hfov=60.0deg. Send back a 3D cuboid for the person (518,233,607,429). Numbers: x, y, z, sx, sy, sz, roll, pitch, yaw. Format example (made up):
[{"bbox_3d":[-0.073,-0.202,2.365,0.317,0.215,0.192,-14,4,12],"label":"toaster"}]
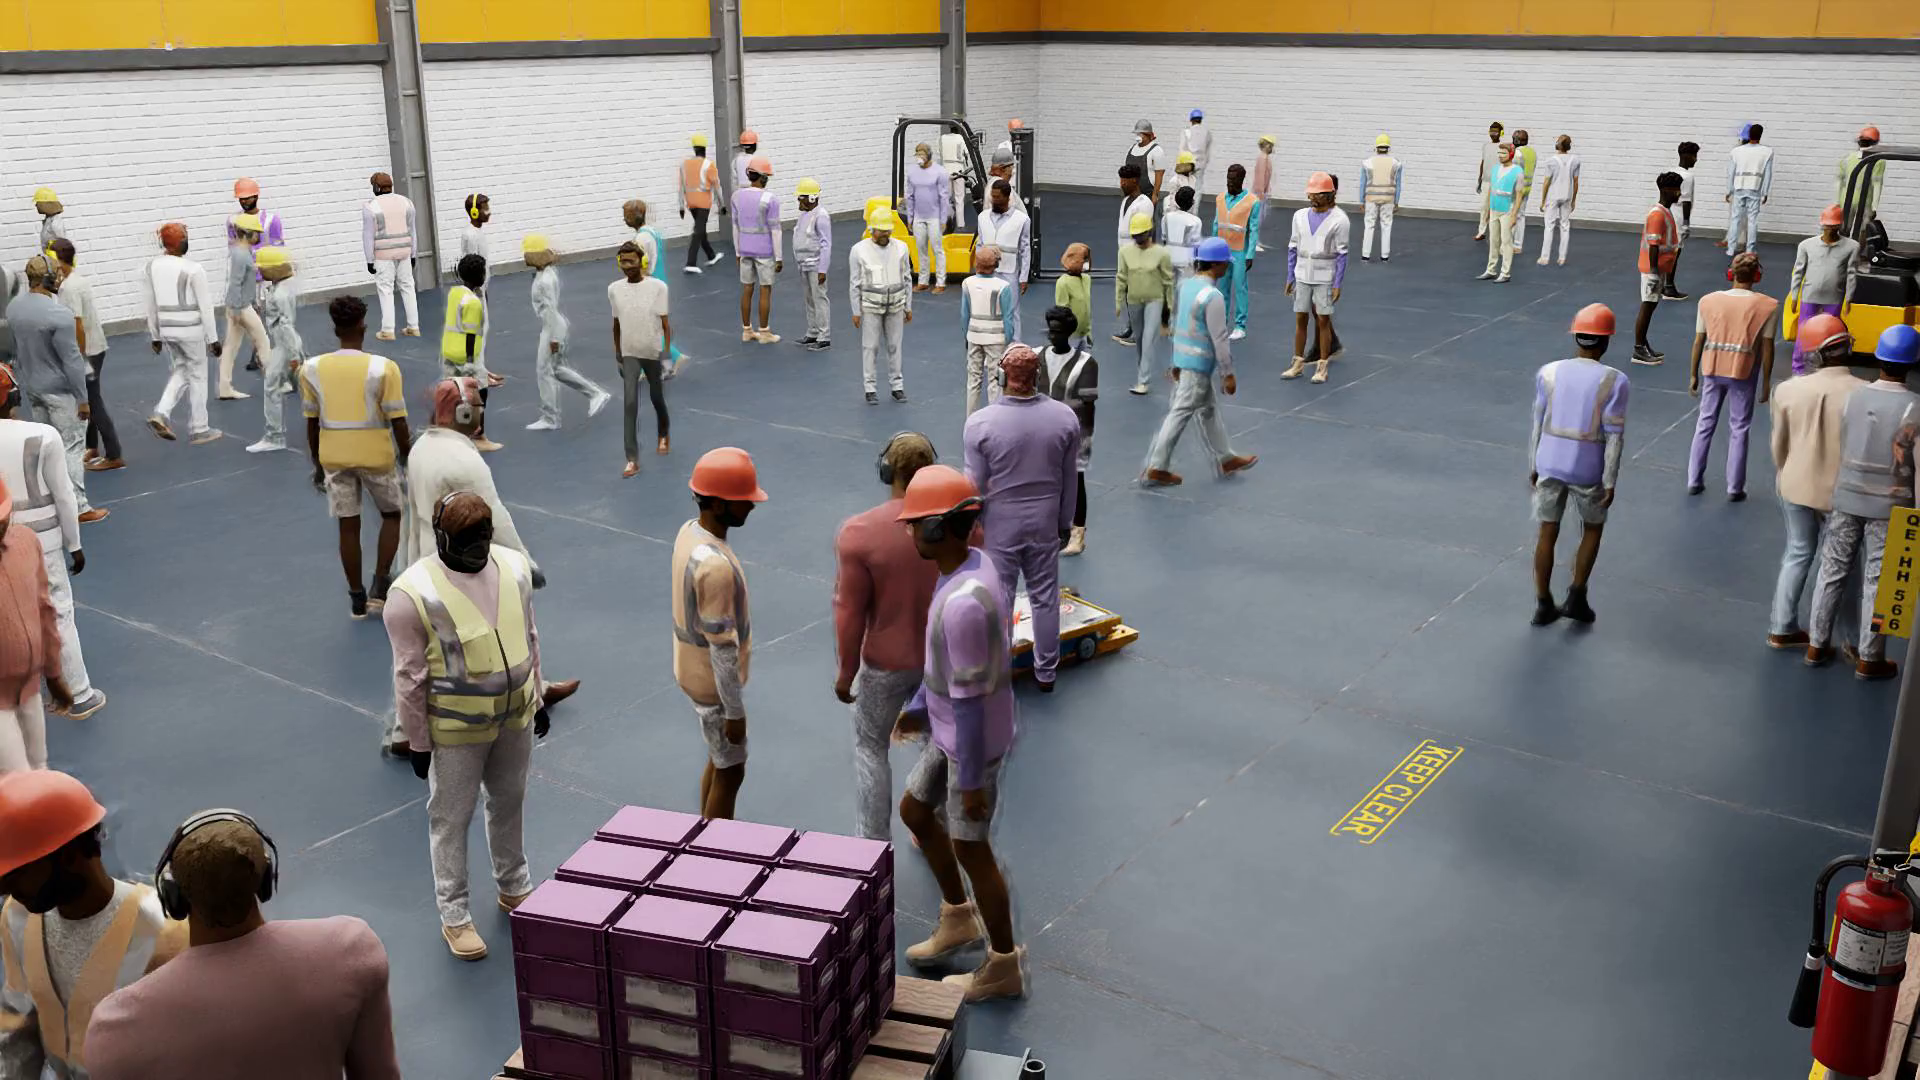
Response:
[{"bbox_3d":[-3.485,-1.823,14.486,0.635,1.716,0.512,-5,18,-14],"label":"person"}]

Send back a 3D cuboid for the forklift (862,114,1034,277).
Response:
[{"bbox_3d":[-0.171,-4.594,22.377,2.313,2.155,1.214,1,18,3],"label":"forklift"}]

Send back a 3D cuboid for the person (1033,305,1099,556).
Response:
[{"bbox_3d":[0.674,-0.735,11.121,0.544,1.691,0.322,11,21,32],"label":"person"}]

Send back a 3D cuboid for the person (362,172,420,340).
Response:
[{"bbox_3d":[-6.309,-3.140,18.418,0.429,1.837,0.632,15,23,40],"label":"person"}]

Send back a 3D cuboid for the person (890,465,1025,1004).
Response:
[{"bbox_3d":[0.015,0.714,6.086,0.528,2.001,0.635,1,18,2],"label":"person"}]

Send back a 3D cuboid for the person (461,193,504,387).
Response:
[{"bbox_3d":[-4.646,-2.412,16.098,0.328,1.860,0.534,-5,18,-14],"label":"person"}]

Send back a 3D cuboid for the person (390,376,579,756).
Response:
[{"bbox_3d":[-2.433,0.116,8.211,1.042,1.845,0.631,-11,21,-31],"label":"person"}]

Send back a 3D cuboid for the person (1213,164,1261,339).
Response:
[{"bbox_3d":[3.045,-3.203,18.474,0.392,1.919,0.590,-16,24,-41],"label":"person"}]

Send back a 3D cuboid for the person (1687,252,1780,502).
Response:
[{"bbox_3d":[5.708,-1.202,12.351,0.567,1.836,0.382,14,23,37],"label":"person"}]

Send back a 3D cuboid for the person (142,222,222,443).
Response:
[{"bbox_3d":[-6.516,-1.698,13.860,0.593,1.867,0.515,6,19,17],"label":"person"}]

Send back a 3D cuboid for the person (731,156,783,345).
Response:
[{"bbox_3d":[-2.179,-3.137,18.098,0.617,2.028,0.410,9,20,27],"label":"person"}]

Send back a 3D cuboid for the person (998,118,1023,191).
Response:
[{"bbox_3d":[0.844,-5.503,25.637,0.544,1.939,0.355,-9,20,-27],"label":"person"}]

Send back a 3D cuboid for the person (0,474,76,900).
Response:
[{"bbox_3d":[-3.677,0.609,6.494,0.561,1.957,0.653,2,18,5],"label":"person"}]

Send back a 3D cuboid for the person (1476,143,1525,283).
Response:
[{"bbox_3d":[7.272,-4.375,22.256,0.386,1.845,0.568,-8,20,-25],"label":"person"}]

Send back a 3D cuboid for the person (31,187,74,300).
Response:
[{"bbox_3d":[-9.607,-2.869,17.712,0.299,1.744,0.483,-12,21,-34],"label":"person"}]

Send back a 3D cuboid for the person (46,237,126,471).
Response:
[{"bbox_3d":[-6.966,-1.464,13.168,0.422,1.838,0.556,-10,20,-28],"label":"person"}]

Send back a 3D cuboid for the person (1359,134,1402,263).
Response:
[{"bbox_3d":[6.051,-4.917,23.998,0.586,1.824,0.404,4,18,11],"label":"person"}]

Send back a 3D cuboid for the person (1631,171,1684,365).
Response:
[{"bbox_3d":[7.191,-2.807,17.156,0.362,1.965,0.612,9,20,26],"label":"person"}]

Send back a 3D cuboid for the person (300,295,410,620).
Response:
[{"bbox_3d":[-3.591,-0.489,9.976,0.631,1.933,0.514,-1,18,-2],"label":"person"}]

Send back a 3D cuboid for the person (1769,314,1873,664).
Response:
[{"bbox_3d":[4.868,-0.264,9.256,0.502,1.947,0.716,-14,23,-38],"label":"person"}]

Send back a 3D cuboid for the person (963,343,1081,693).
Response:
[{"bbox_3d":[0.300,-0.090,8.755,0.643,1.909,0.409,-6,19,-19],"label":"person"}]

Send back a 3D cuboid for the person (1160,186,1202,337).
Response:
[{"bbox_3d":[2.442,-3.060,18.398,0.530,1.689,0.321,15,23,40],"label":"person"}]

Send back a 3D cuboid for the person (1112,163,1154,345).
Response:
[{"bbox_3d":[1.883,-3.121,18.173,0.387,1.952,0.610,-6,19,-19],"label":"person"}]

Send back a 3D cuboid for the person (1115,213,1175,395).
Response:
[{"bbox_3d":[1.779,-2.272,15.902,0.564,1.715,0.926,7,19,21],"label":"person"}]

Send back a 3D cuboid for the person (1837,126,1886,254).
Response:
[{"bbox_3d":[12.205,-4.588,22.619,0.436,2.033,0.632,-15,23,-38],"label":"person"}]

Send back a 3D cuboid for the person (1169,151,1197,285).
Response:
[{"bbox_3d":[2.976,-4.278,22.117,0.493,1.743,0.301,-16,24,-40],"label":"person"}]

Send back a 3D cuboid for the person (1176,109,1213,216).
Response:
[{"bbox_3d":[3.990,-6.437,28.650,0.659,1.880,0.859,-2,18,-7],"label":"person"}]

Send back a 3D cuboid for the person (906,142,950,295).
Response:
[{"bbox_3d":[-0.411,-4.111,21.321,0.645,1.930,0.394,12,21,33],"label":"person"}]

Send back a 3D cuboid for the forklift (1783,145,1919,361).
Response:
[{"bbox_3d":[9.803,-2.879,17.013,2.313,2.155,1.214,12,21,33],"label":"forklift"}]

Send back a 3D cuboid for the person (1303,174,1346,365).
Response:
[{"bbox_3d":[3.740,-2.759,17.031,0.544,1.956,0.615,-1,18,-3],"label":"person"}]

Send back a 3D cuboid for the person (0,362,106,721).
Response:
[{"bbox_3d":[-4.745,0.033,8.409,0.575,1.883,0.362,-4,18,-12],"label":"person"}]

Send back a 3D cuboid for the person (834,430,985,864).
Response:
[{"bbox_3d":[-0.205,0.495,6.905,0.655,1.928,0.385,-8,19,-23],"label":"person"}]

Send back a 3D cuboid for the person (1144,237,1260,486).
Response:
[{"bbox_3d":[1.867,-1.349,12.690,0.981,1.899,0.644,-3,18,-10],"label":"person"}]
